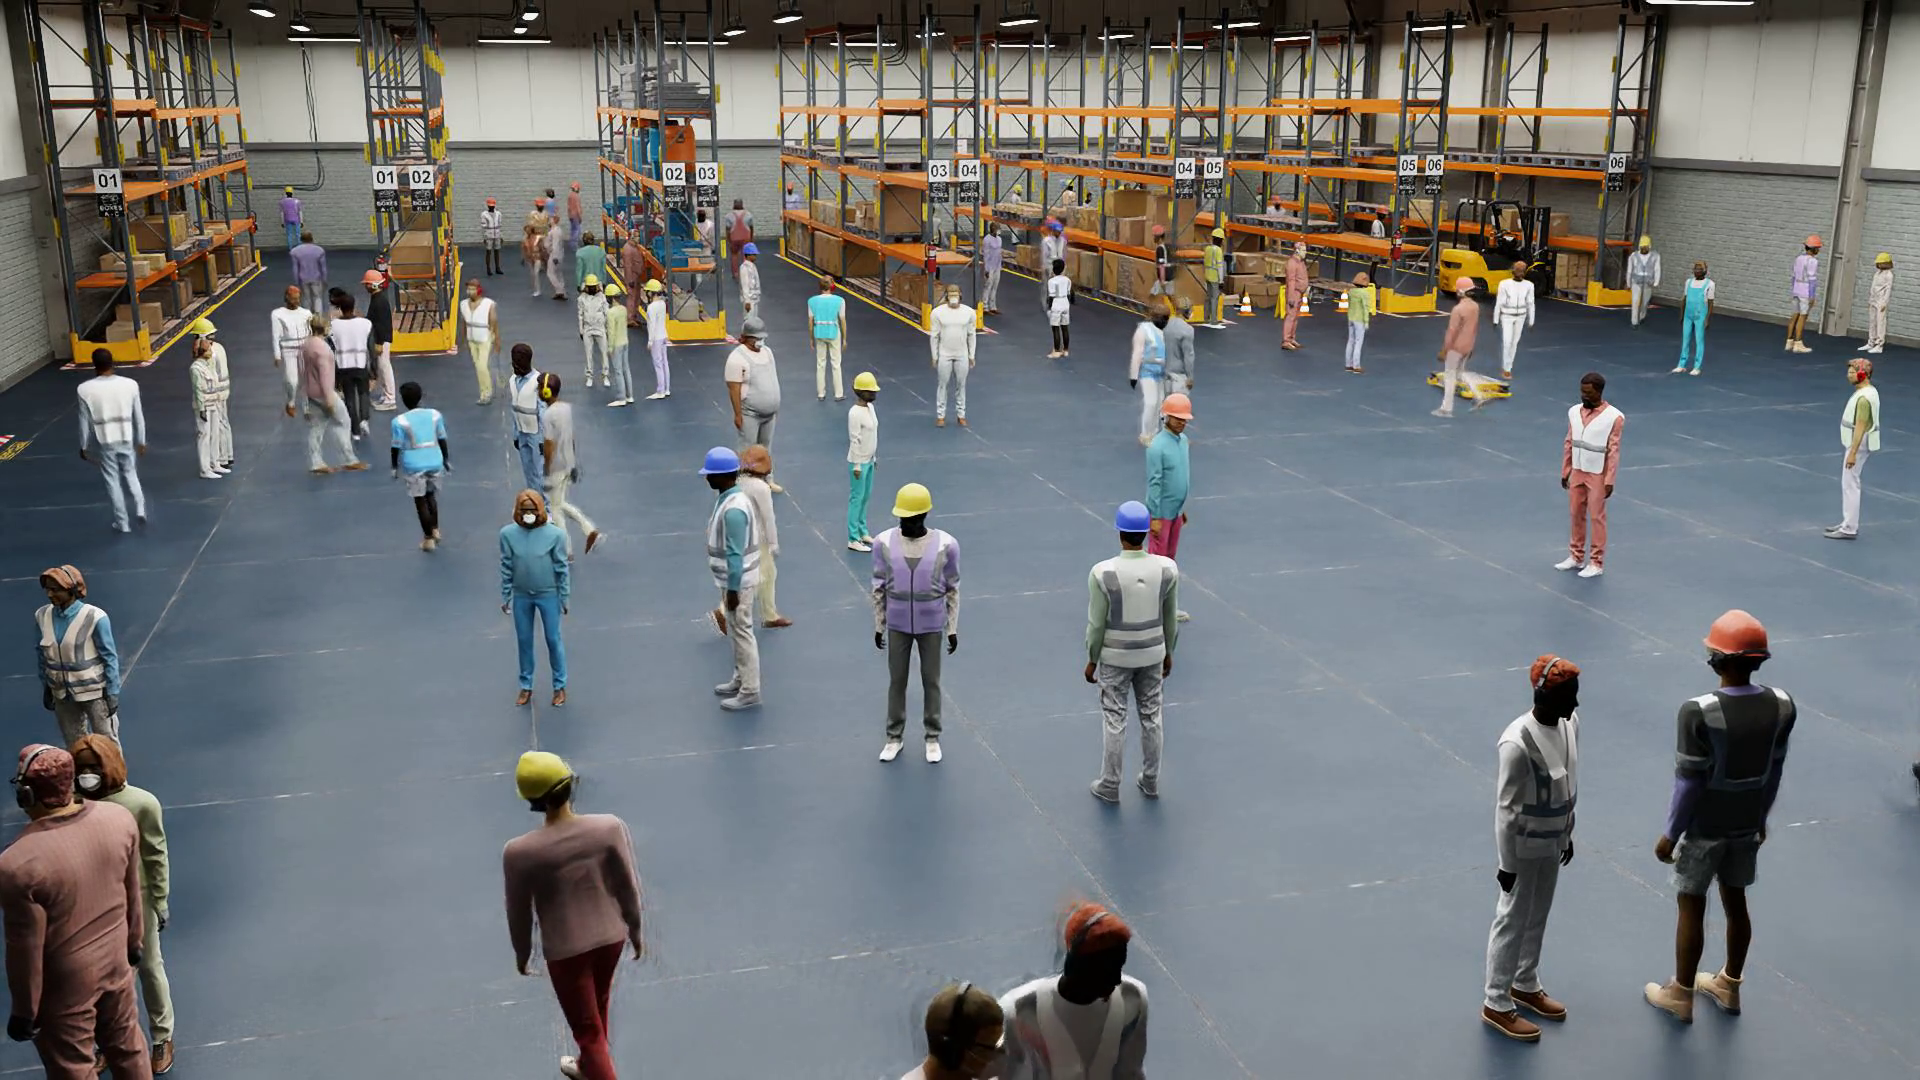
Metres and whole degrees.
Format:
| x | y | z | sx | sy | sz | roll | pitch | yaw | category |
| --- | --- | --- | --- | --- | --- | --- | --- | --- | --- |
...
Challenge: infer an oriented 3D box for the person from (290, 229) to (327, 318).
| x | y | z | sx | sy | sz | roll | pitch | yaw | category |
| --- | --- | --- | --- | --- | --- | --- | --- | --- | --- |
| -12.493 | -4.999 | 31.990 | 0.630 | 1.922 | 0.598 | -6 | 16 | -20 | person |

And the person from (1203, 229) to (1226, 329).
| x | y | z | sx | sy | sz | roll | pitch | yaw | category |
| --- | --- | --- | --- | --- | --- | --- | --- | --- | --- |
| 4.934 | -5.057 | 32.201 | 0.376 | 1.918 | 0.584 | -6 | 16 | -21 | person |

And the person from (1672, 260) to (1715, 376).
| x | y | z | sx | sy | sz | roll | pitch | yaw | category |
| --- | --- | --- | --- | --- | --- | --- | --- | --- | --- |
| 11.827 | -3.573 | 26.755 | 0.344 | 1.847 | 0.507 | -11 | 18 | -36 | person |

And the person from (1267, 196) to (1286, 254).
| x | y | z | sx | sy | sz | roll | pitch | yaw | category |
| --- | --- | --- | --- | --- | --- | --- | --- | --- | --- |
| 8.827 | -8.764 | 46.567 | 0.572 | 1.707 | 0.908 | 0 | 15 | 1 | person |

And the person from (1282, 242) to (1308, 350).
| x | y | z | sx | sy | sz | roll | pitch | yaw | category |
| --- | --- | --- | --- | --- | --- | --- | --- | --- | --- |
| 5.971 | -4.326 | 29.501 | 0.397 | 1.899 | 0.638 | 7 | 16 | 24 | person |

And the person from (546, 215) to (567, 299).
| x | y | z | sx | sy | sz | roll | pitch | yaw | category |
| --- | --- | --- | --- | --- | --- | --- | --- | --- | --- |
| -8.930 | -6.237 | 36.764 | 0.431 | 1.865 | 0.748 | 0 | 15 | -1 | person |

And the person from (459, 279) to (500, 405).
| x | y | z | sx | sy | sz | roll | pitch | yaw | category |
| --- | --- | --- | --- | --- | --- | --- | --- | --- | --- |
| -6.977 | -2.851 | 24.062 | 0.607 | 1.826 | 0.527 | 6 | 16 | 20 | person |

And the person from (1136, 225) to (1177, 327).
| x | y | z | sx | sy | sz | roll | pitch | yaw | category |
| --- | --- | --- | --- | --- | --- | --- | --- | --- | --- |
| 3.941 | -5.072 | 32.150 | 0.952 | 1.982 | 0.606 | 8 | 17 | 27 | person |

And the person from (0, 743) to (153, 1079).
| x | y | z | sx | sy | sz | roll | pitch | yaw | category |
| --- | --- | --- | --- | --- | --- | --- | --- | --- | --- |
| -3.576 | 1.727 | 6.696 | 0.407 | 1.906 | 0.655 | 4 | 16 | 16 | person |

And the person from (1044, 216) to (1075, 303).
| x | y | z | sx | sy | sz | roll | pitch | yaw | category |
| --- | --- | --- | --- | --- | --- | --- | --- | --- | --- |
| 2.119 | -6.024 | 35.895 | 0.547 | 1.897 | 0.818 | -14 | 20 | -42 | person |

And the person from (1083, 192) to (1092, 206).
| x | y | z | sx | sy | sz | roll | pitch | yaw | category |
| --- | --- | --- | --- | --- | --- | --- | --- | --- | --- |
| 3.479 | -8.602 | 45.628 | 0.328 | 1.876 | 0.513 | 6 | 16 | 22 | person |

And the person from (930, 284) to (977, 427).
| x | y | z | sx | sy | sz | roll | pitch | yaw | category |
| --- | --- | --- | --- | --- | --- | --- | --- | --- | --- |
| -0.085 | -2.493 | 22.515 | 0.629 | 1.940 | 0.377 | -2 | 15 | -6 | person |

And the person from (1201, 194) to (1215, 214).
| x | y | z | sx | sy | sz | roll | pitch | yaw | category |
| --- | --- | --- | --- | --- | --- | --- | --- | --- | --- |
| 7.563 | -9.784 | 49.966 | 0.633 | 1.920 | 0.747 | -4 | 15 | -15 | person |

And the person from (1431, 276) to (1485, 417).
| x | y | z | sx | sy | sz | roll | pitch | yaw | category |
| --- | --- | --- | --- | --- | --- | --- | --- | --- | --- |
| 6.947 | -2.677 | 23.123 | 0.588 | 1.979 | 0.637 | 14 | 21 | 43 | person |

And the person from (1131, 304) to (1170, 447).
| x | y | z | sx | sy | sz | roll | pitch | yaw | category |
| --- | --- | --- | --- | --- | --- | --- | --- | --- | --- |
| 2.507 | -2.102 | 21.262 | 0.654 | 1.832 | 0.484 | -11 | 19 | -36 | person |

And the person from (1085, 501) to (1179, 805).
| x | y | z | sx | sy | sz | roll | pitch | yaw | category |
| --- | --- | --- | --- | --- | --- | --- | --- | --- | --- |
| 1.071 | 0.711 | 10.440 | 0.612 | 1.947 | 0.388 | -5 | 16 | -17 | person |

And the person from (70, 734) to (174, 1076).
| x | y | z | sx | sy | sz | roll | pitch | yaw | category |
| --- | --- | --- | --- | --- | --- | --- | --- | --- | --- |
| -3.823 | 1.647 | 7.513 | 0.500 | 1.636 | 0.280 | -2 | 15 | -6 | person |

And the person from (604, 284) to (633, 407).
| x | y | z | sx | sy | sz | roll | pitch | yaw | category |
| --- | --- | --- | --- | --- | --- | --- | --- | --- | --- |
| -4.974 | -2.816 | 24.059 | 0.326 | 1.767 | 0.533 | 4 | 15 | 15 | person |

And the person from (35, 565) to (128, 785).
| x | y | z | sx | sy | sz | roll | pitch | yaw | category |
| --- | --- | --- | --- | --- | --- | --- | --- | --- | --- |
| -5.370 | 0.941 | 10.164 | 0.518 | 1.639 | 0.312 | 3 | 15 | 11 | person |

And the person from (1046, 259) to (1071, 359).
| x | y | z | sx | sy | sz | roll | pitch | yaw | category |
| --- | --- | --- | --- | --- | --- | --- | --- | --- | --- |
| 1.682 | -3.945 | 28.438 | 0.536 | 1.696 | 0.322 | -14 | 21 | -43 | person |

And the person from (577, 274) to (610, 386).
| x | y | z | sx | sy | sz | roll | pitch | yaw | category |
| --- | --- | --- | --- | --- | --- | --- | --- | --- | --- |
| -5.647 | -3.236 | 25.699 | 0.484 | 1.736 | 0.322 | -2 | 15 | -8 | person |

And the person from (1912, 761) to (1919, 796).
| x | y | z | sx | sy | sz | roll | pitch | yaw | category |
| --- | --- | --- | --- | --- | --- | --- | --- | --- | --- |
| 6.161 | 0.883 | 9.881 | 0.555 | 1.910 | 0.881 | -8 | 17 | -27 | person |

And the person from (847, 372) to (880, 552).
| x | y | z | sx | sy | sz | roll | pitch | yaw | category |
| --- | --- | --- | --- | --- | --- | --- | --- | --- | --- |
| -0.931 | -0.777 | 16.387 | 0.327 | 1.767 | 0.533 | 4 | 15 | 16 | person |

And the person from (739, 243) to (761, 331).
| x | y | z | sx | sy | sz | roll | pitch | yaw | category |
| --- | --- | --- | --- | --- | --- | --- | --- | --- | --- |
| -3.611 | -4.140 | 28.693 | 0.389 | 1.947 | 0.614 | 2 | 15 | 6 | person |

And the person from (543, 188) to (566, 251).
| x | y | z | sx | sy | sz | roll | pitch | yaw | category |
| --- | --- | --- | --- | --- | --- | --- | --- | --- | --- |
| -11.901 | -9.307 | 48.391 | 0.677 | 1.817 | 0.644 | -6 | 16 | -23 | person |

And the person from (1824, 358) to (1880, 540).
| x | y | z | sx | sy | sz | roll | pitch | yaw | category |
| --- | --- | --- | --- | --- | --- | --- | --- | --- | --- |
| 9.059 | -0.916 | 16.788 | 0.395 | 1.831 | 0.576 | 8 | 17 | 27 | person |

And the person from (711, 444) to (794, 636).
| x | y | z | sx | sy | sz | roll | pitch | yaw | category |
| --- | --- | --- | --- | --- | --- | --- | --- | --- | --- |
| -1.732 | 0.009 | 13.730 | 0.686 | 1.609 | 0.504 | -7 | 16 | -23 | person |

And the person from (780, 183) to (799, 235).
| x | y | z | sx | sy | sz | roll | pitch | yaw | category |
| --- | --- | --- | --- | --- | --- | --- | --- | --- | --- |
| -5.130 | -9.867 | 50.358 | 0.546 | 1.900 | 0.969 | 3 | 15 | 9 | person |

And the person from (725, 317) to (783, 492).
| x | y | z | sx | sy | sz | roll | pitch | yaw | category |
| --- | --- | --- | --- | --- | --- | --- | --- | --- | --- |
| -2.264 | -1.492 | 18.550 | 0.535 | 2.000 | 0.685 | 10 | 18 | 33 | person |

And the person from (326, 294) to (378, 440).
| x | y | z | sx | sy | sz | roll | pitch | yaw | category |
| --- | --- | --- | --- | --- | --- | --- | --- | --- | --- |
| -7.912 | -2.252 | 21.670 | 0.598 | 1.903 | 0.454 | -6 | 16 | -21 | person |

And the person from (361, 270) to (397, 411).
| x | y | z | sx | sy | sz | roll | pitch | yaw | category |
| --- | --- | --- | --- | --- | --- | --- | --- | --- | --- |
| -8.297 | -2.858 | 23.781 | 0.375 | 1.995 | 0.611 | -6 | 16 | -22 | person |

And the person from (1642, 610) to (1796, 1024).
| x | y | z | sx | sy | sz | roll | pitch | yaw | category |
| --- | --- | --- | --- | --- | --- | --- | --- | --- | --- |
| 3.610 | 1.327 | 7.963 | 0.624 | 2.038 | 0.401 | -4 | 16 | -16 | person |

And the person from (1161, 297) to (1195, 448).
| x | y | z | sx | sy | sz | roll | pitch | yaw | category |
| --- | --- | --- | --- | --- | --- | --- | --- | --- | --- |
| 2.778 | -2.120 | 21.138 | 0.382 | 1.928 | 0.640 | -7 | 16 | -24 | person |

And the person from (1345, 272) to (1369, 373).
| x | y | z | sx | sy | sz | roll | pitch | yaw | category |
| --- | --- | --- | --- | --- | --- | --- | --- | --- | --- |
| 6.466 | -3.534 | 27.034 | 0.287 | 1.629 | 0.501 | -6 | 16 | -22 | person |

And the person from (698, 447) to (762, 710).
| x | y | z | sx | sy | sz | roll | pitch | yaw | category |
| --- | --- | --- | --- | --- | --- | --- | --- | --- | --- |
| -1.667 | 0.269 | 12.130 | 0.420 | 1.937 | 0.609 | -4 | 15 | -13 | person |

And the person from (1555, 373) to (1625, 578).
| x | y | z | sx | sy | sz | roll | pitch | yaw | category |
| --- | --- | --- | --- | --- | --- | --- | --- | --- | --- |
| 5.879 | -0.619 | 15.529 | 0.403 | 1.908 | 0.599 | -8 | 17 | -29 | person |

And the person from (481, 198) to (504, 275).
| x | y | z | sx | sy | sz | roll | pitch | yaw | category |
| --- | --- | --- | --- | --- | --- | --- | --- | --- | --- |
| -11.783 | -7.660 | 41.971 | 0.543 | 1.931 | 0.376 | -12 | 19 | -39 | person |

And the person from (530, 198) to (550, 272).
| x | y | z | sx | sy | sz | roll | pitch | yaw | category |
| --- | --- | --- | --- | --- | --- | --- | --- | --- | --- |
| -10.612 | -7.734 | 42.319 | 0.564 | 1.887 | 0.974 | -11 | 19 | -36 | person |

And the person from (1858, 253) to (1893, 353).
| x | y | z | sx | sy | sz | roll | pitch | yaw | category |
| --- | --- | --- | --- | --- | --- | --- | --- | --- | --- |
| 16.112 | -4.164 | 29.179 | 0.299 | 1.743 | 0.486 | 0 | 15 | -1 | person |
